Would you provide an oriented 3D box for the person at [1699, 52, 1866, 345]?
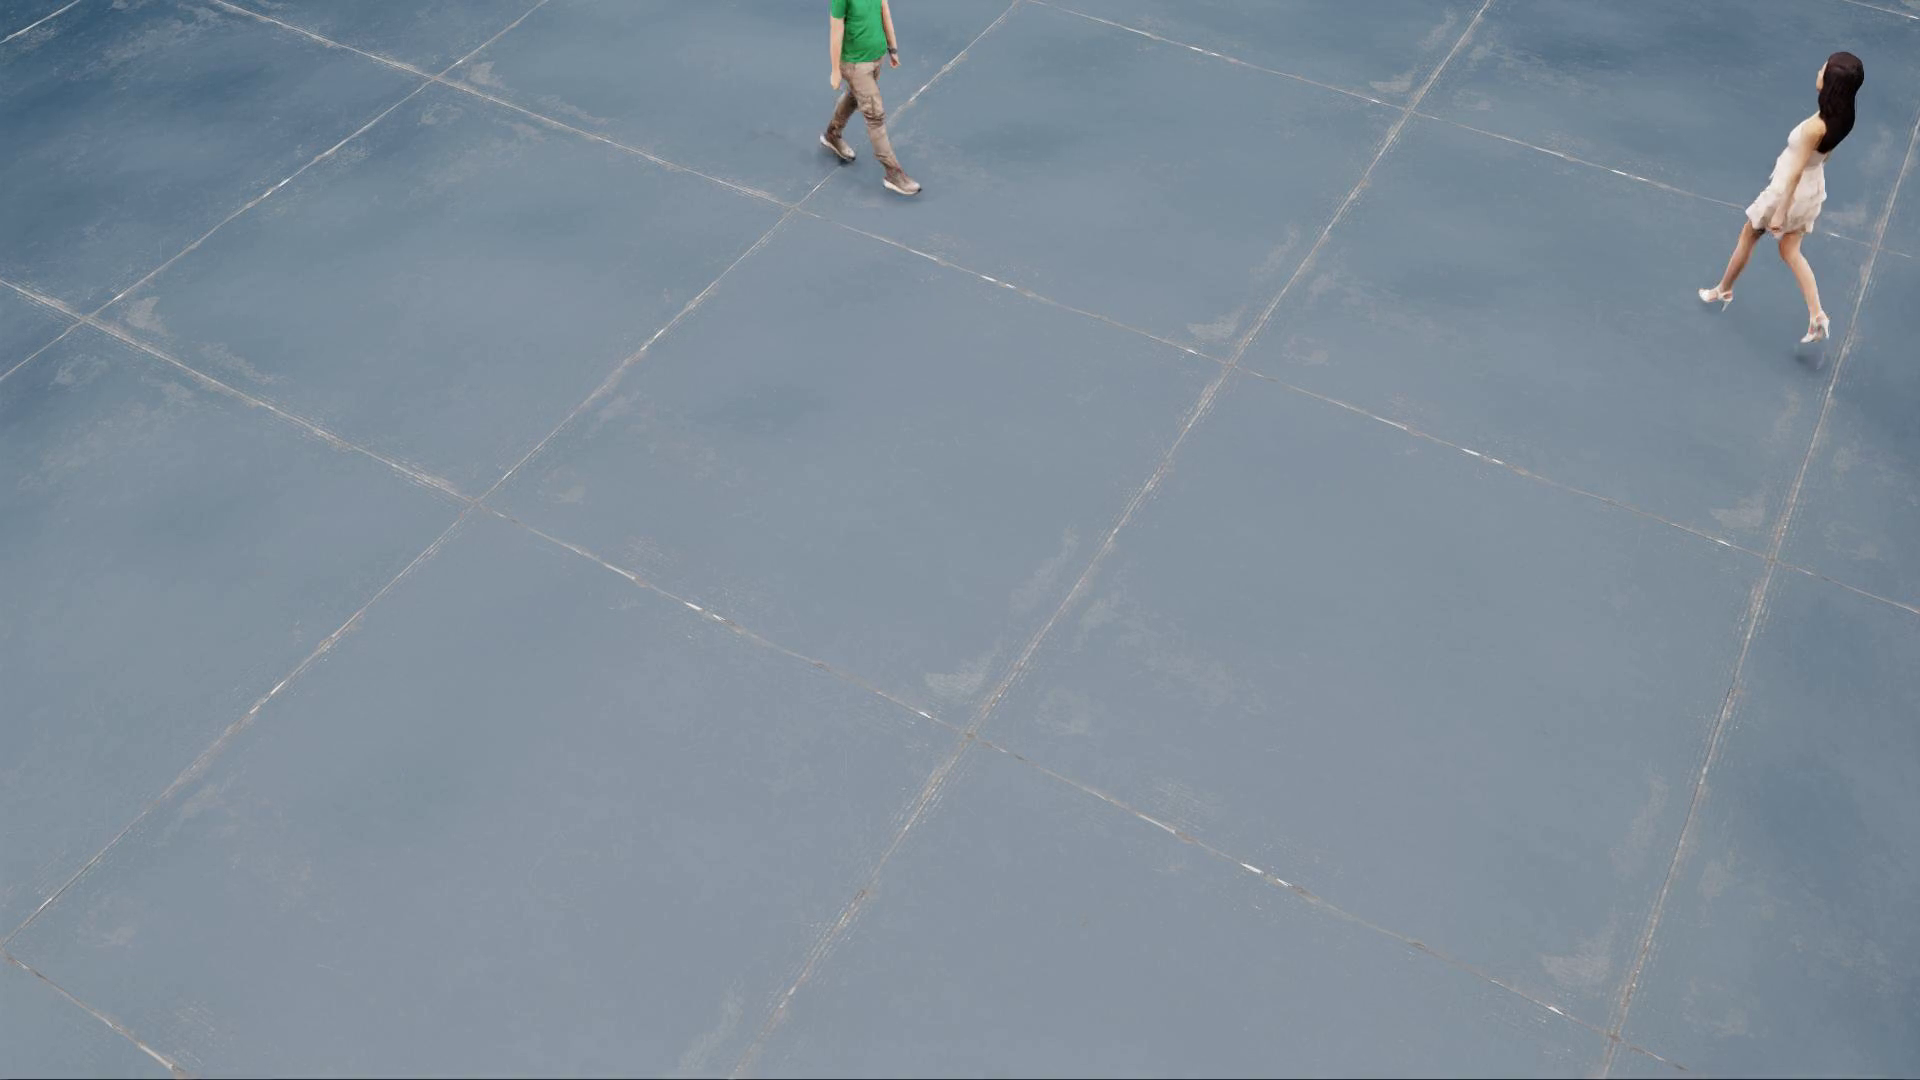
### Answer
[{"bbox_3d":[4.620,-1.798,9.067,0.841,1.707,1.100,-28,53,-23],"label":"person"}]

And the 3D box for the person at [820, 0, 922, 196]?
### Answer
[{"bbox_3d":[-0.662,-2.971,10.217,1.137,1.611,0.724,32,55,26],"label":"person"}]
